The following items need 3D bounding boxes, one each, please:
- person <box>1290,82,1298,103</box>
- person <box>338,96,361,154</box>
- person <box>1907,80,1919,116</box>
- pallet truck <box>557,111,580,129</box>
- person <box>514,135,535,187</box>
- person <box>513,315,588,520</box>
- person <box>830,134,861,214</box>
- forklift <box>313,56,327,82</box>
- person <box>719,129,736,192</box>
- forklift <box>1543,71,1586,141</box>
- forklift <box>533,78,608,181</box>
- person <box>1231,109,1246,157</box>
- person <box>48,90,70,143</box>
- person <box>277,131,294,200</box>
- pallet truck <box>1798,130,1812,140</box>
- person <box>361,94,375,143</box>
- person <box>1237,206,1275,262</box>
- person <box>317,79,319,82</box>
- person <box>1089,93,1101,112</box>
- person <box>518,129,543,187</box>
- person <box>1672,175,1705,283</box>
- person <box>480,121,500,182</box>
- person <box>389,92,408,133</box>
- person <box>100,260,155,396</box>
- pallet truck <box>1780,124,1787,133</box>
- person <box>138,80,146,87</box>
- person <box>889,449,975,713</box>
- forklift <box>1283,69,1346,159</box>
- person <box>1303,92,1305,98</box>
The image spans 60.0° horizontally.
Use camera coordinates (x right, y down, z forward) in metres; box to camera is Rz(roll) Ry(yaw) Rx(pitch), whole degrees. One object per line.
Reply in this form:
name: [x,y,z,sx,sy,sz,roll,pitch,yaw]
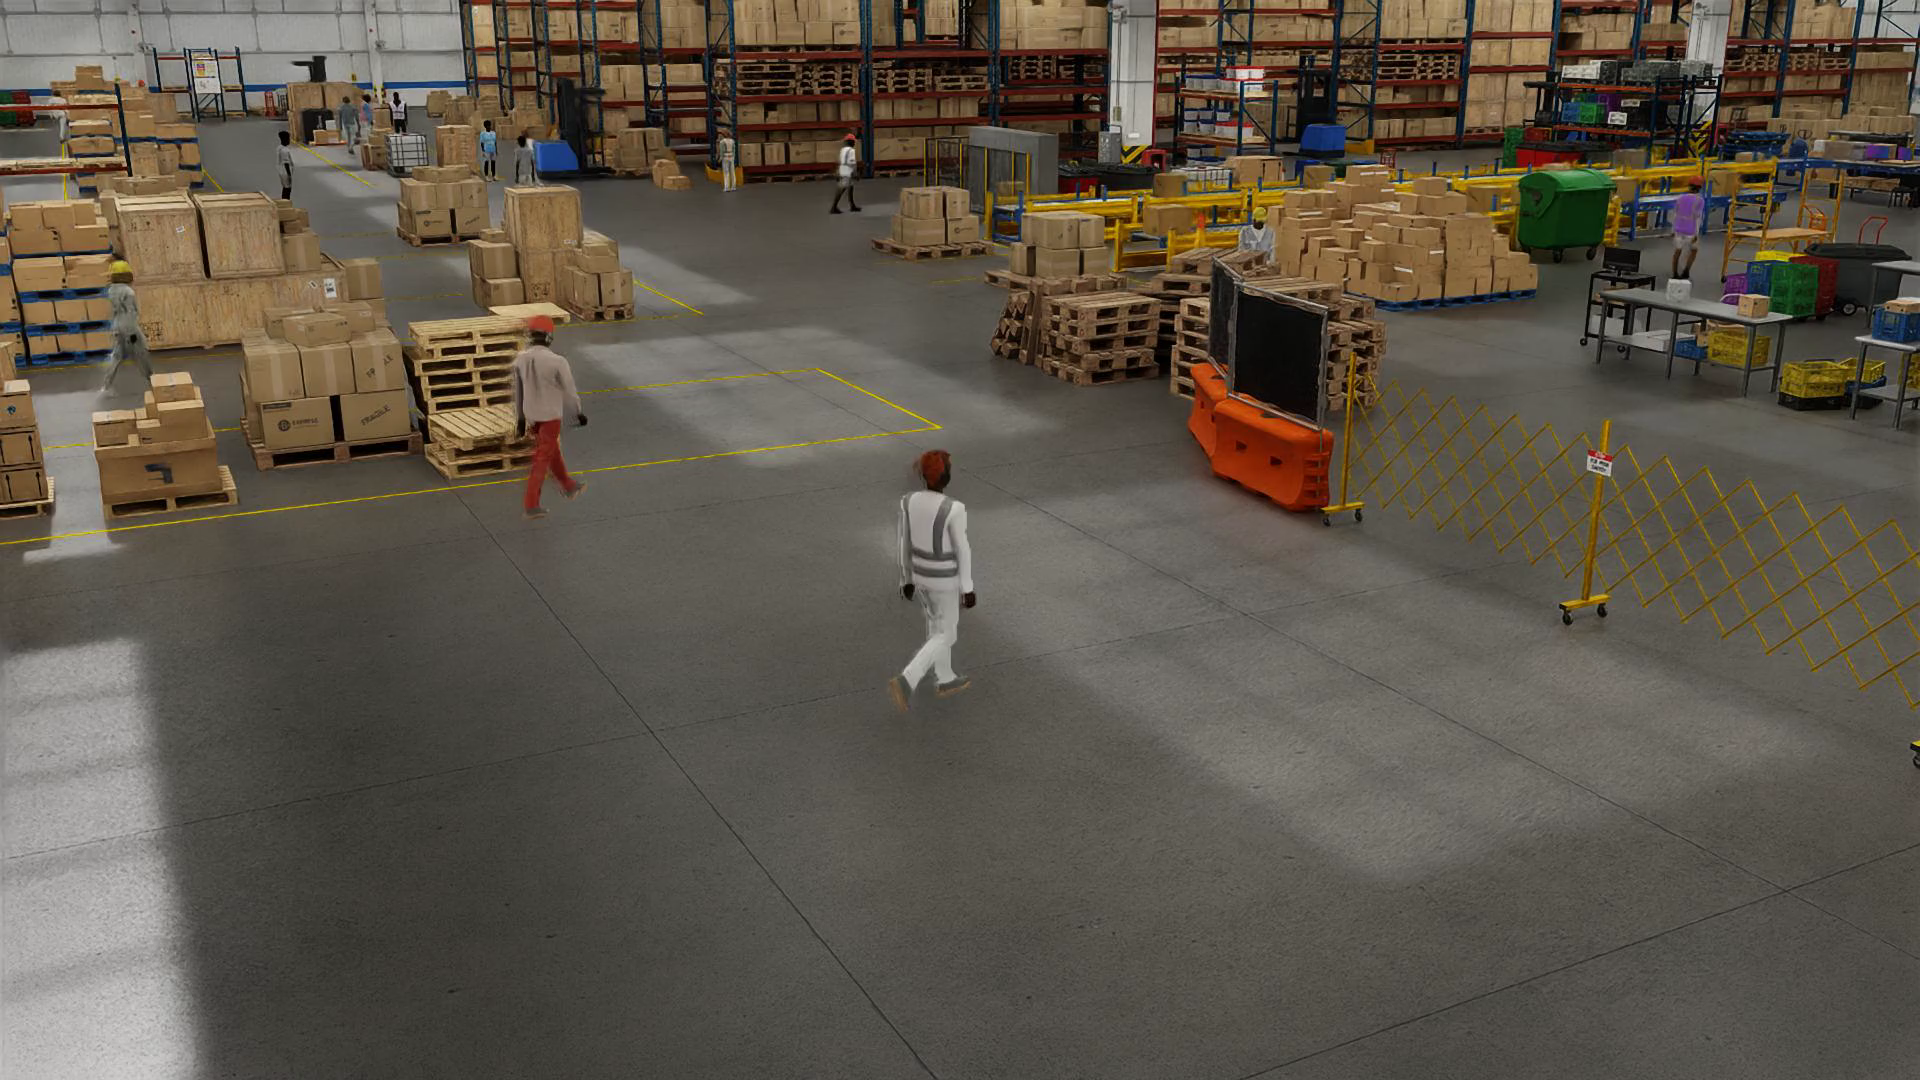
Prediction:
person: [13.551,-17.763,67.942,0.901,1.802,0.654,-7,19,-22]
person: [-20.496,-13.921,55.791,0.639,1.916,0.750,1,18,4]
person: [41.461,-19.157,72.465,0.557,1.702,0.934,-1,18,-4]
pallet truck: [-13.495,-14.412,57.188,0.823,1.965,1.885,-3,18,-9]
person: [-10.304,-8.630,39.376,0.315,1.864,0.528,17,24,42]
person: [-4.010,-1.220,16.183,0.598,1.929,1.063,9,20,27]
person: [-2.786,-8.775,39.859,0.928,1.873,0.576,-9,20,-27]
forklift: [-26.219,-18.484,68.460,1.873,2.768,1.129,-9,20,-26]
person: [-6.211,-10.133,44.424,0.313,1.639,0.523,14,23,37]
forklift: [18.685,-13.231,52.085,1.873,2.768,1.129,-9,20,-26]
forklift: [-11.175,-11.689,47.276,1.873,2.768,1.129,-9,20,-26]
person: [8.793,-12.750,52.467,0.528,1.709,0.940,9,20,26]
person: [-32.654,-15.355,60.308,0.632,1.898,1.027,-3,18,-8]
person: [-16.007,-8.719,39.515,0.379,1.958,0.606,-10,20,-29]
pallet truck: [25.526,-11.556,49.408,1.630,1.274,0.653,-9,20,-26]
person: [-20.839,-14.775,58.594,0.452,1.828,0.630,-6,19,-19]
person: [4.581,-4.245,25.765,0.588,1.829,0.404,-1,18,-5]
person: [-26.379,-18.085,68.741,0.549,1.936,0.368,12,21,33]
person: [5.337,-16.912,65.657,0.527,1.582,0.706,-1,18,-4]
person: [-11.701,-10.336,45.129,0.859,1.599,0.531,6,19,19]
person: [12.908,-5.498,29.534,0.464,1.920,0.563,-14,22,-37]
person: [-13.286,-10.982,46.980,0.315,1.696,0.540,14,22,37]
person: [-19.669,-14.724,58.310,0.595,1.914,0.404,-3,18,-8]
person: [-10.634,-2.689,21.124,0.500,1.701,0.889,9,20,26]
pallet truck: [25.206,-12.542,52.601,1.601,1.201,0.680,0,18,-2]
person: [-32.297,-17.204,65.894,0.379,1.996,0.611,-16,24,-41]
person: [-0.210,0.290,11.583,0.798,1.860,0.581,-16,24,-41]
forklift: [11.615,-13.871,54.079,1.129,2.768,1.873,-9,20,-27]
person: [12.422,-15.278,60.143,1.031,1.849,0.648,-3,18,-8]
